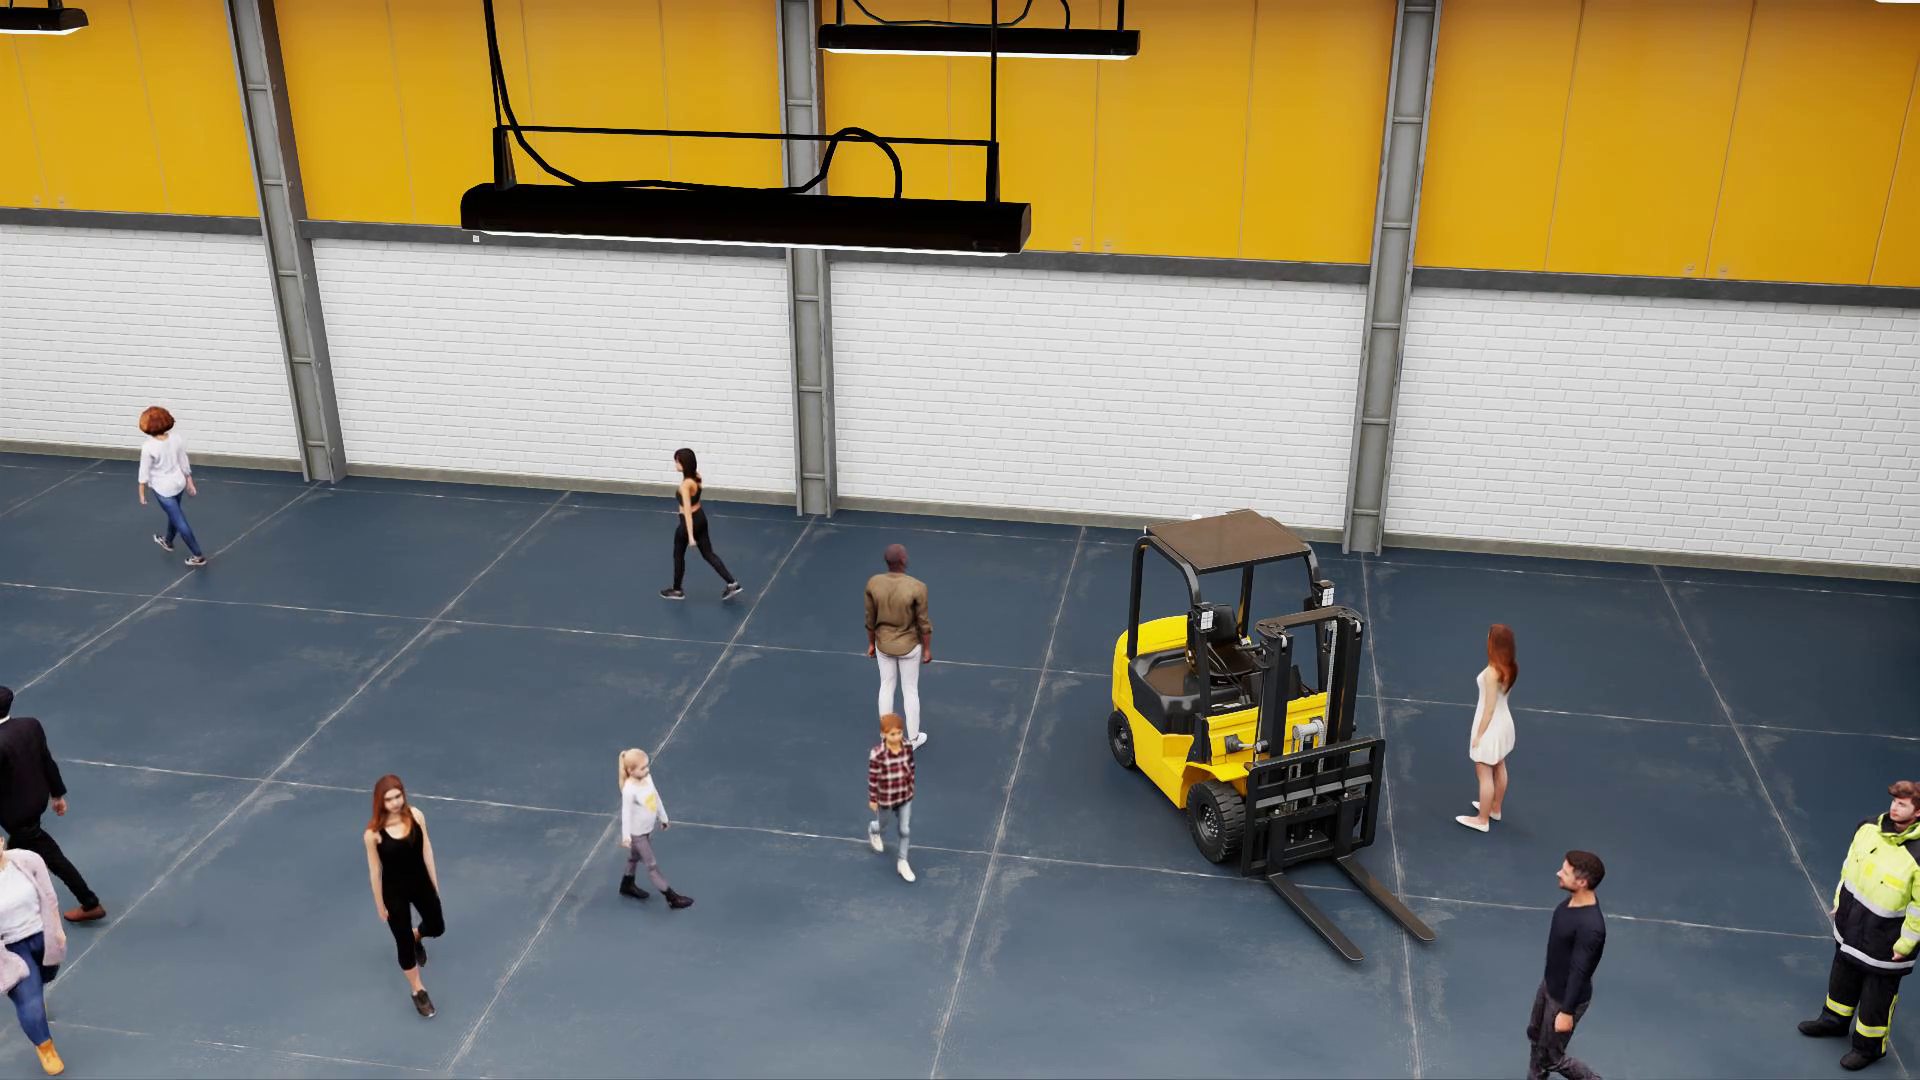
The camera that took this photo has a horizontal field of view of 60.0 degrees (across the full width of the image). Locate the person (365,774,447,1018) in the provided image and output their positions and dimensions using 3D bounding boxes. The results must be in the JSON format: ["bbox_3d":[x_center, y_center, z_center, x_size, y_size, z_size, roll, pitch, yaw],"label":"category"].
[{"bbox_3d":[-3.612,2.237,10.770,0.868,1.716,0.946,-17,29,-34],"label":"person"}]

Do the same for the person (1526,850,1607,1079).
[{"bbox_3d":[3.592,2.642,9.666,0.906,1.858,0.646,4,24,8],"label":"person"}]

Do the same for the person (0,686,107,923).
[{"bbox_3d":[-6.363,1.871,11.459,1.226,1.835,0.809,1,24,2],"label":"person"}]

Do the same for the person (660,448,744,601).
[{"bbox_3d":[-2.535,-0.123,16.298,1.108,1.612,0.656,8,25,17],"label":"person"}]

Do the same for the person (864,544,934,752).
[{"bbox_3d":[-0.511,0.883,13.732,0.519,1.824,0.797,6,24,13],"label":"person"}]

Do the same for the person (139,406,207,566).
[{"bbox_3d":[-8.088,-0.520,17.134,1.210,1.671,0.907,12,26,26],"label":"person"}]

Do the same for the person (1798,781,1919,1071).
[{"bbox_3d":[5.655,2.330,10.223,0.842,1.983,0.867,-7,25,-16],"label":"person"}]

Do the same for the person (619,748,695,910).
[{"bbox_3d":[-2.326,2.037,11.807,0.881,1.251,0.583,8,25,17],"label":"person"}]

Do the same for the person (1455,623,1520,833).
[{"bbox_3d":[4.058,1.415,12.659,0.677,1.708,0.643,21,31,39],"label":"person"}]

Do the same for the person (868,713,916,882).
[{"bbox_3d":[-0.520,1.834,12.223,0.861,1.290,0.871,-11,26,-24],"label":"person"}]

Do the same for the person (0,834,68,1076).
[{"bbox_3d":[-5.857,2.434,10.331,1.209,1.708,1.039,20,31,38],"label":"person"}]
